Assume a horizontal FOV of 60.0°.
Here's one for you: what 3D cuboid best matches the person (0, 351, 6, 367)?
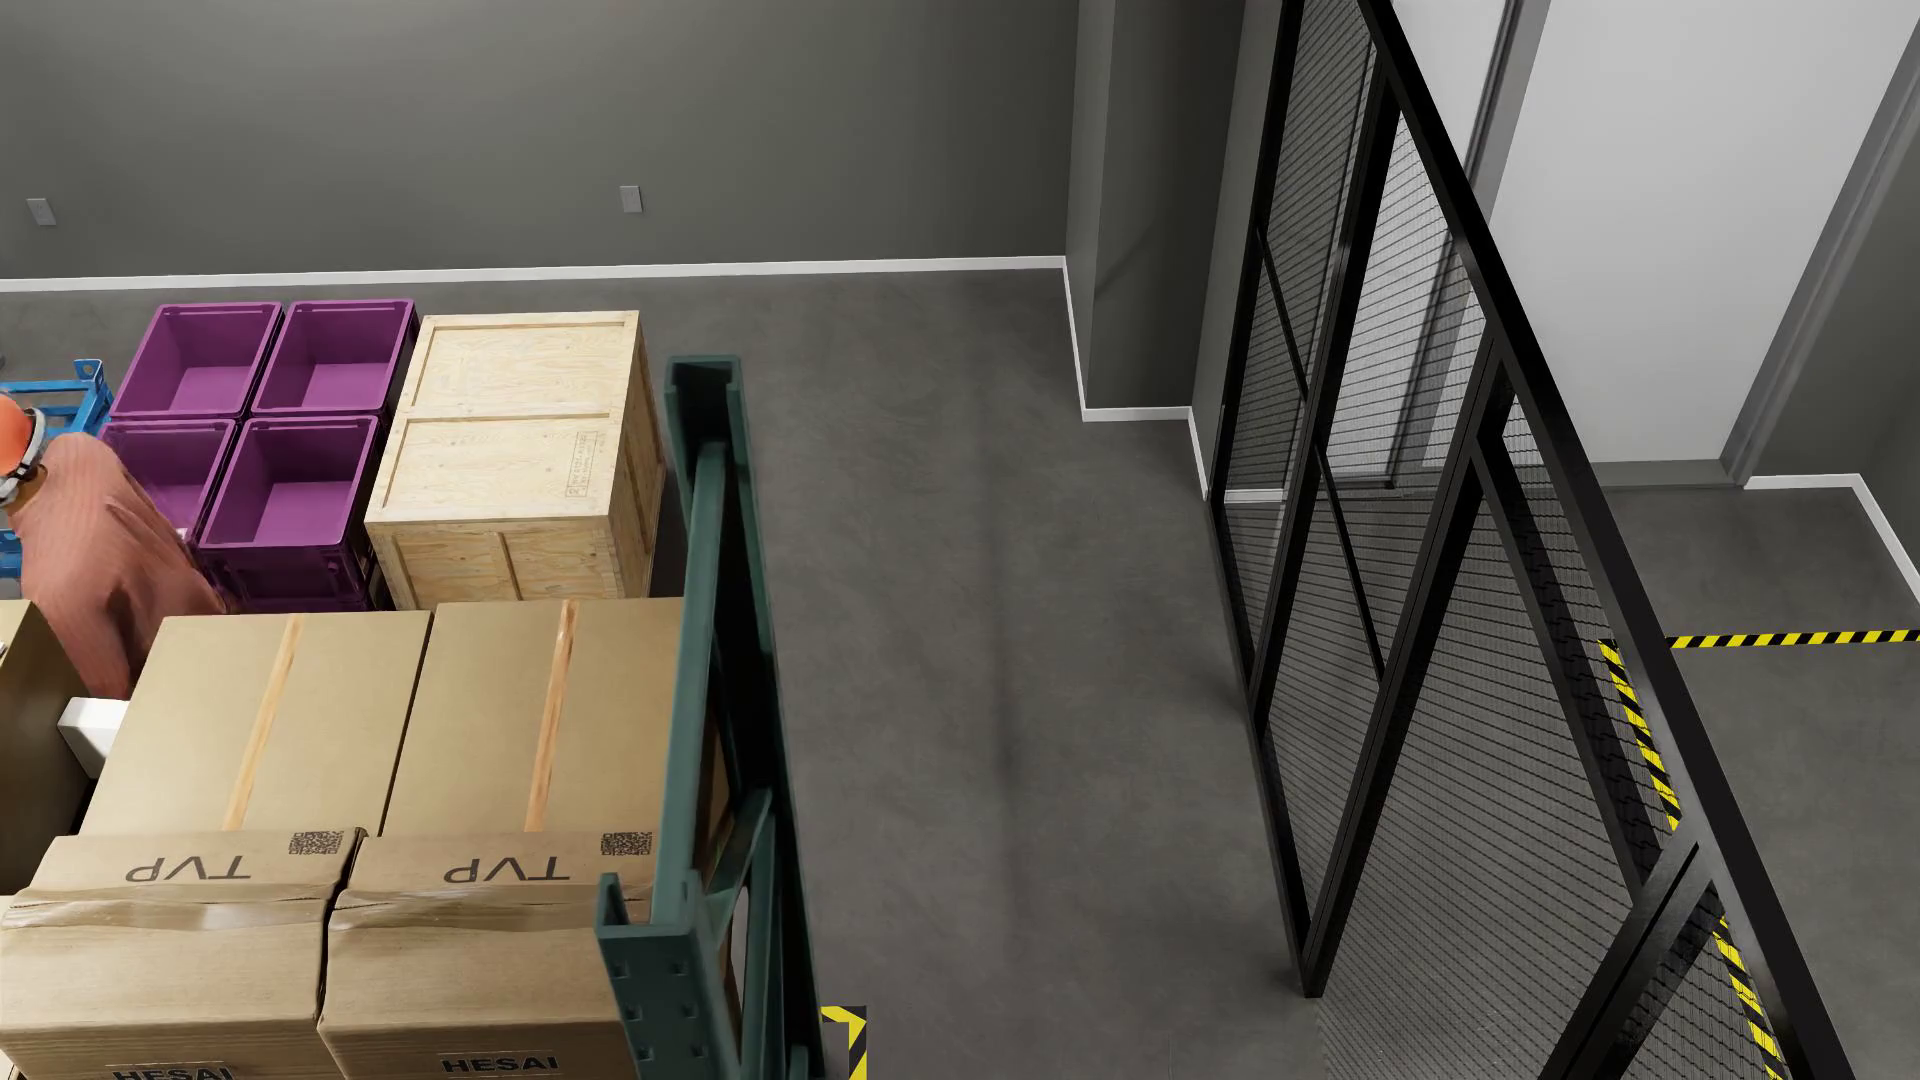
[{"bbox_3d":[-4.038,-1.268,5.967,0.372,1.940,0.632,-4,46,-3],"label":"person"}]

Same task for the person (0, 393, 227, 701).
[{"bbox_3d":[-2.198,0.331,4.441,0.850,1.945,0.631,-13,48,-12],"label":"person"}]
